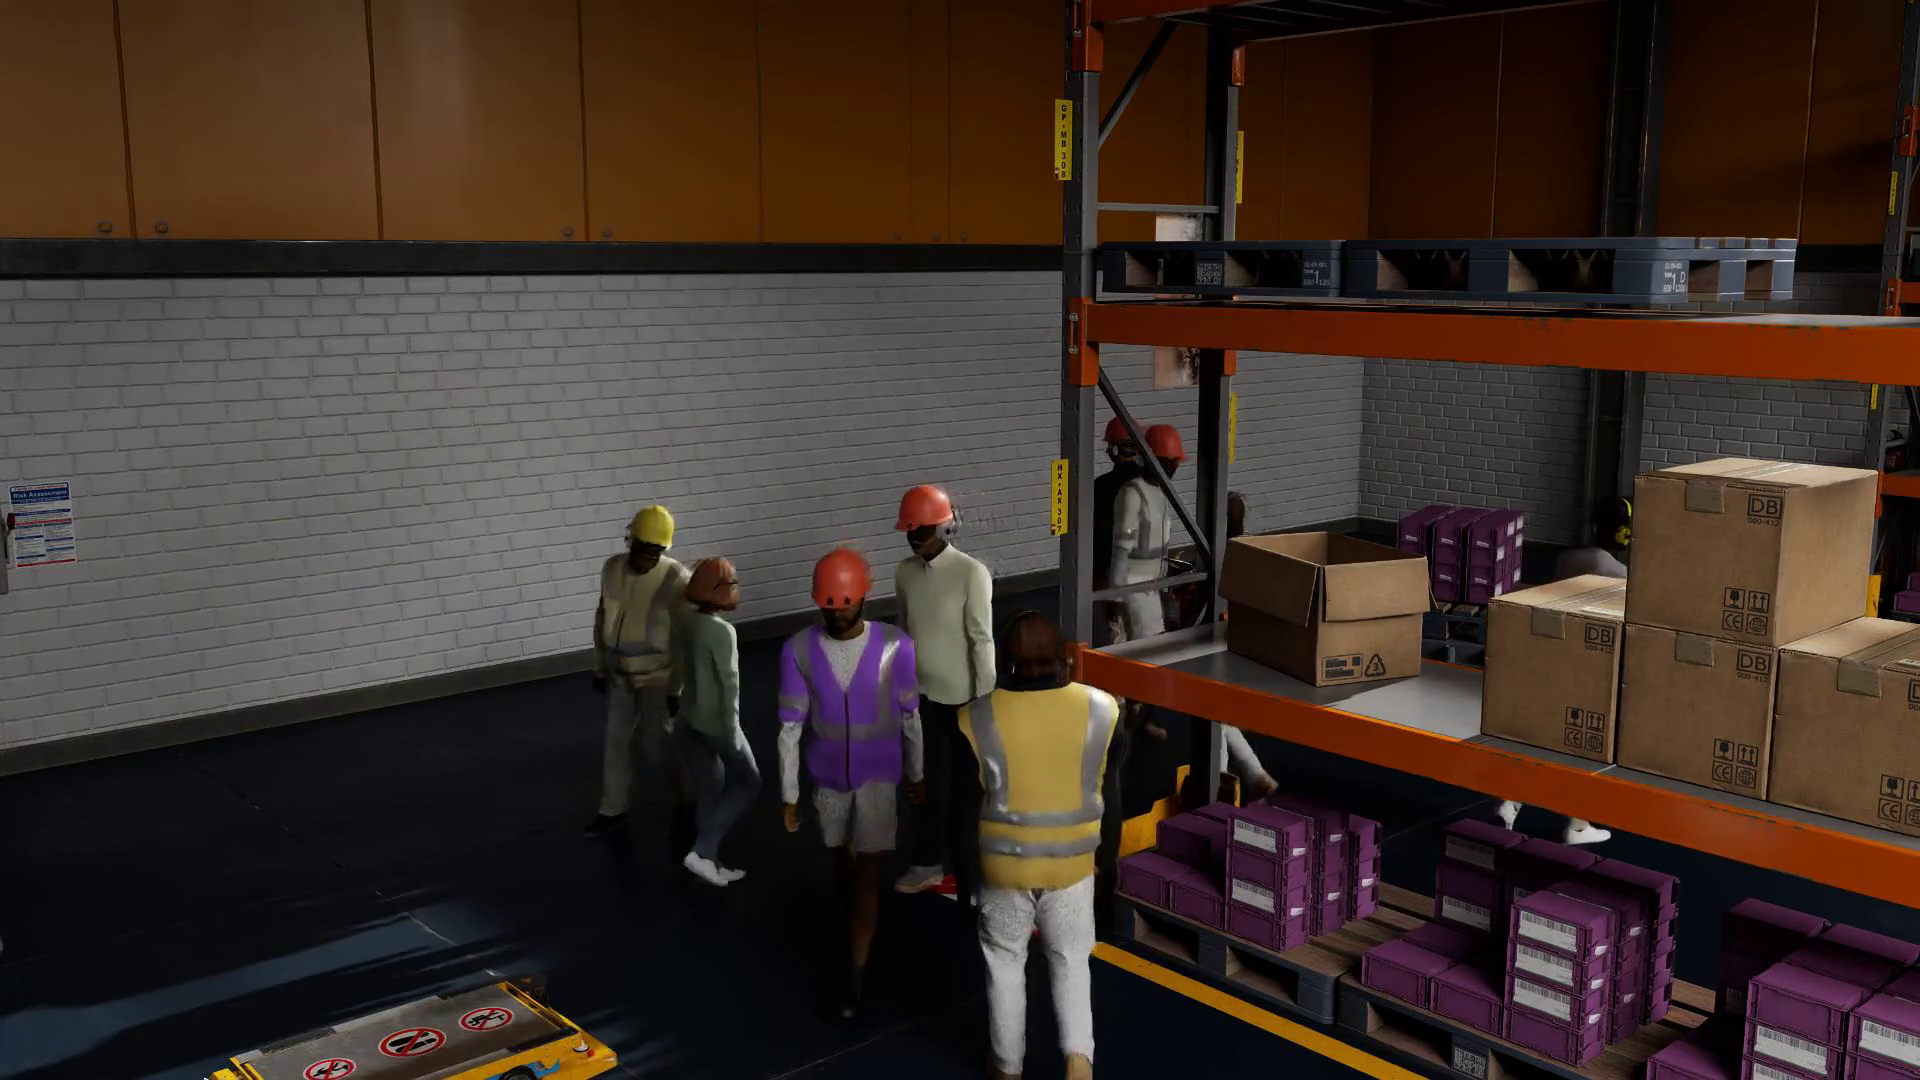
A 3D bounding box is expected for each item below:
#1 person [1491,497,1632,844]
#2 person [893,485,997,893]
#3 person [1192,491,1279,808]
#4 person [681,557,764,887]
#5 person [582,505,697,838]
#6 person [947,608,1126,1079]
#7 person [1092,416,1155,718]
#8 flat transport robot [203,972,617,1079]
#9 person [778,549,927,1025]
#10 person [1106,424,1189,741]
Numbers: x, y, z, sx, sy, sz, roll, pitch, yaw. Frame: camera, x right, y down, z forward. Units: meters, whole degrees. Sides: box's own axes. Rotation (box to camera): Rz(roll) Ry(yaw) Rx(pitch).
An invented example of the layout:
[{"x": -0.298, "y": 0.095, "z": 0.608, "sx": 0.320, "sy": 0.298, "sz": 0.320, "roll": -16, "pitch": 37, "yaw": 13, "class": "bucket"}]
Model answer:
[{"x": 3.112, "y": 0.685, "z": 8.510, "sx": 0.672, "sy": 1.828, "sz": 0.551, "roll": -5, "pitch": 11, "yaw": -26, "class": "person"}, {"x": -0.001, "y": 0.694, "z": 8.056, "sx": 0.645, "sy": 1.965, "sz": 0.779, "roll": 8, "pitch": 13, "yaw": 39, "class": "person"}, {"x": 1.394, "y": 0.635, "z": 8.794, "sx": 0.455, "sy": 1.823, "sz": 0.654, "roll": 4, "pitch": 10, "yaw": 22, "class": "person"}, {"x": -1.147, "y": 0.881, "z": 7.946, "sx": 0.343, "sy": 1.618, "sz": 0.521, "roll": -6, "pitch": 11, "yaw": -32, "class": "person"}, {"x": -1.624, "y": 0.685, "z": 8.637, "sx": 0.639, "sy": 1.789, "sz": 0.461, "roll": 6, "pitch": 11, "yaw": 31, "class": "person"}, {"x": 0.267, "y": 1.144, "z": 5.823, "sx": 0.635, "sy": 1.820, "sz": 0.639, "roll": -1, "pitch": 10, "yaw": -7, "class": "person"}, {"x": 1.077, "y": 0.172, "z": 11.007, "sx": 0.623, "sy": 1.992, "sz": 0.397, "roll": -7, "pitch": 12, "yaw": -36, "class": "person"}, {"x": -2.018, "y": 1.903, "z": 5.912, "sx": 1.431, "sy": 0.197, "sz": 0.652, "roll": -8, "pitch": 13, "yaw": -41, "class": "flat transport robot"}, {"x": -0.445, "y": 0.967, "z": 6.662, "sx": 0.573, "sy": 1.885, "sz": 0.971, "roll": 1, "pitch": 10, "yaw": 5, "class": "person"}, {"x": 1.121, "y": 0.278, "z": 10.331, "sx": 0.578, "sy": 2.015, "sz": 0.667, "roll": 7, "pitch": 12, "yaw": 34, "class": "person"}]
